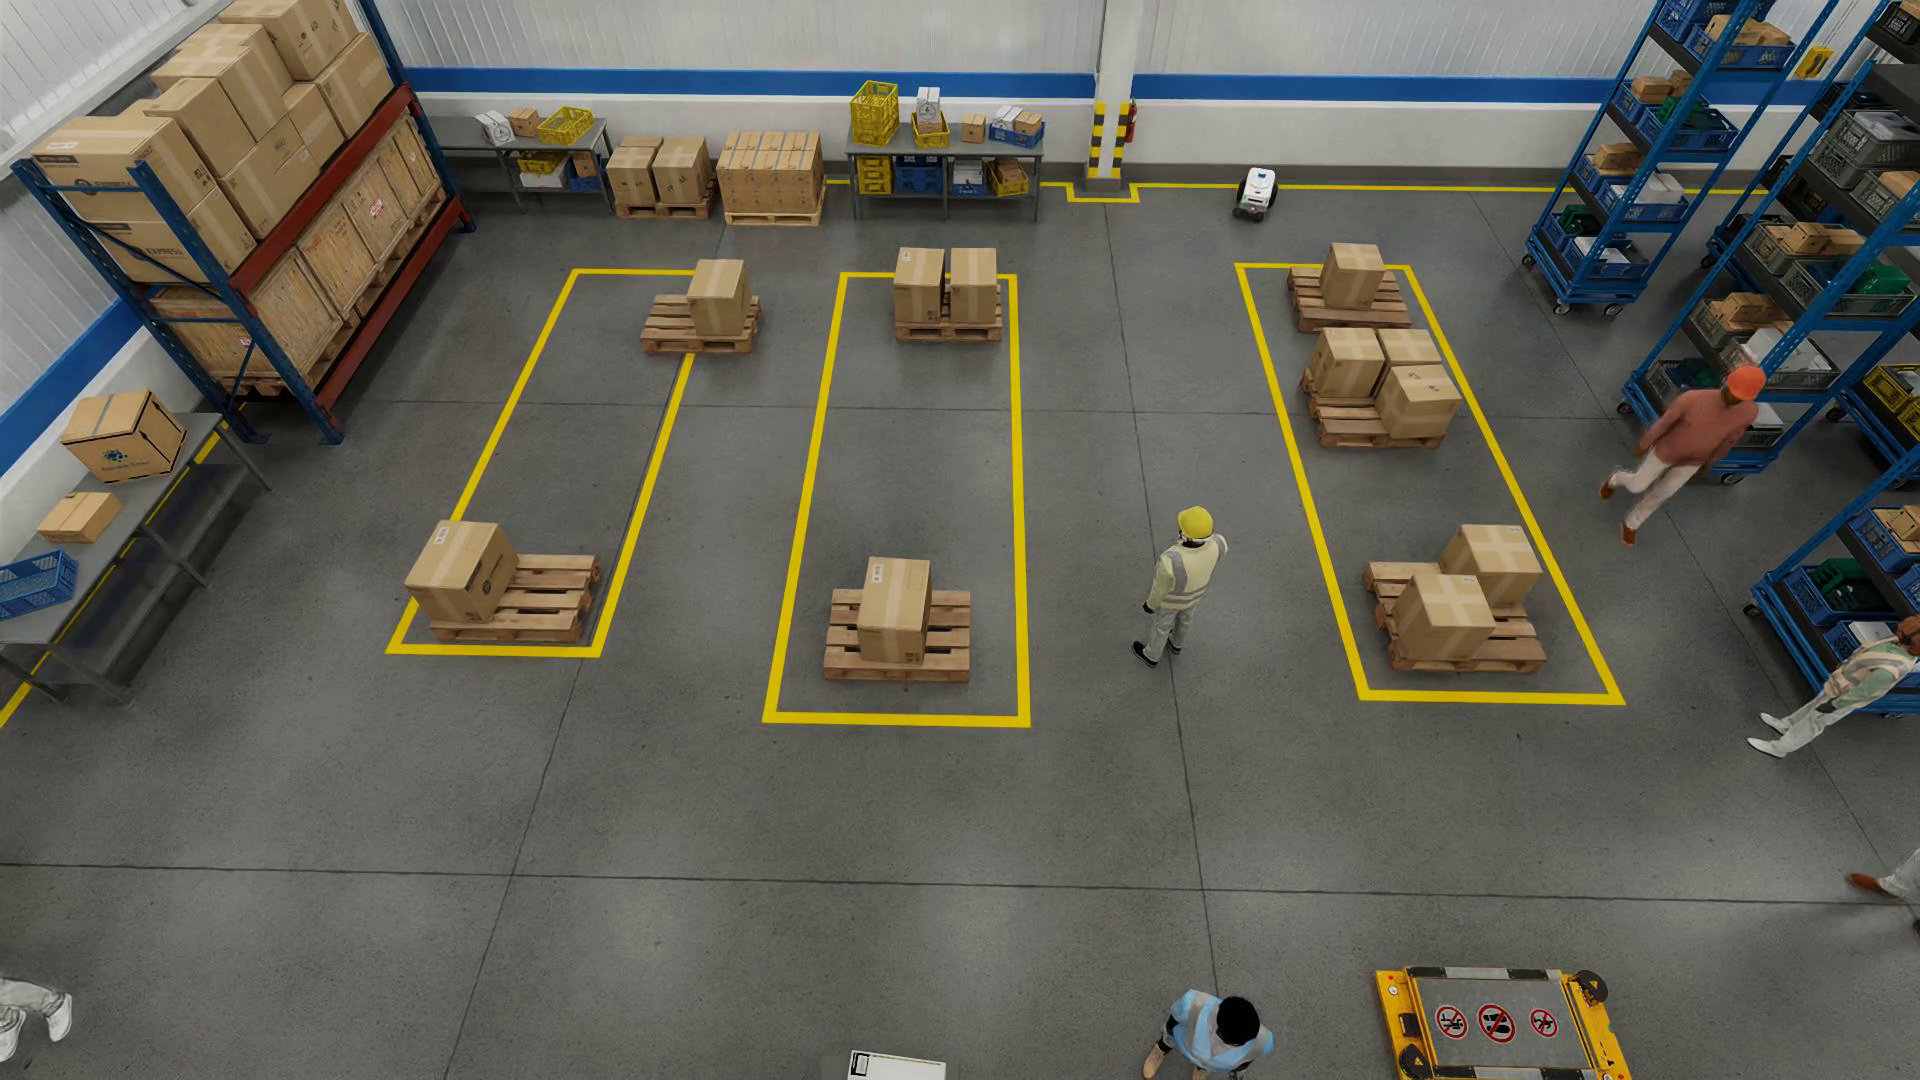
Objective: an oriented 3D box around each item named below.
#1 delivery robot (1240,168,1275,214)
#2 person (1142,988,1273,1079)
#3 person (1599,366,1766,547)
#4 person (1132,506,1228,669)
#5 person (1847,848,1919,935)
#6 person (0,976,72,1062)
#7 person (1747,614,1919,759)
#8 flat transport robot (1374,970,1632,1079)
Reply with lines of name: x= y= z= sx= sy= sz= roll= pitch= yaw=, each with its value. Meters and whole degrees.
delivery robot: x=3.890 y=-4.577 z=11.959 sx=0.477 sy=0.478 sz=0.707 roll=15 pitch=52 yaw=12
person: x=1.400 y=2.870 z=5.216 sx=0.531 sy=1.692 sz=0.320 roll=21 pitch=54 yaw=16
person: x=6.300 y=-0.806 z=8.037 sx=0.629 sy=1.972 sz=0.611 roll=13 pitch=52 yaw=11
person: x=1.695 y=0.378 z=7.159 sx=0.589 sy=1.833 sz=0.404 roll=-23 pitch=55 yaw=-18
person: x=6.571 y=2.026 z=5.780 sx=0.432 sy=1.892 sz=0.796 roll=-8 pitch=51 yaw=-7
person: x=-6.087 y=2.589 z=5.311 sx=0.579 sy=1.911 sz=0.396 roll=-17 pitch=53 yaw=-14
person: x=6.470 y=1.095 z=6.699 sx=0.515 sy=1.636 sz=0.315 roll=-35 pitch=59 yaw=-25
flat transport robot: x=3.501 y=3.133 z=5.914 sx=1.431 sy=0.197 sz=0.652 roll=1 pitch=51 yaw=1
